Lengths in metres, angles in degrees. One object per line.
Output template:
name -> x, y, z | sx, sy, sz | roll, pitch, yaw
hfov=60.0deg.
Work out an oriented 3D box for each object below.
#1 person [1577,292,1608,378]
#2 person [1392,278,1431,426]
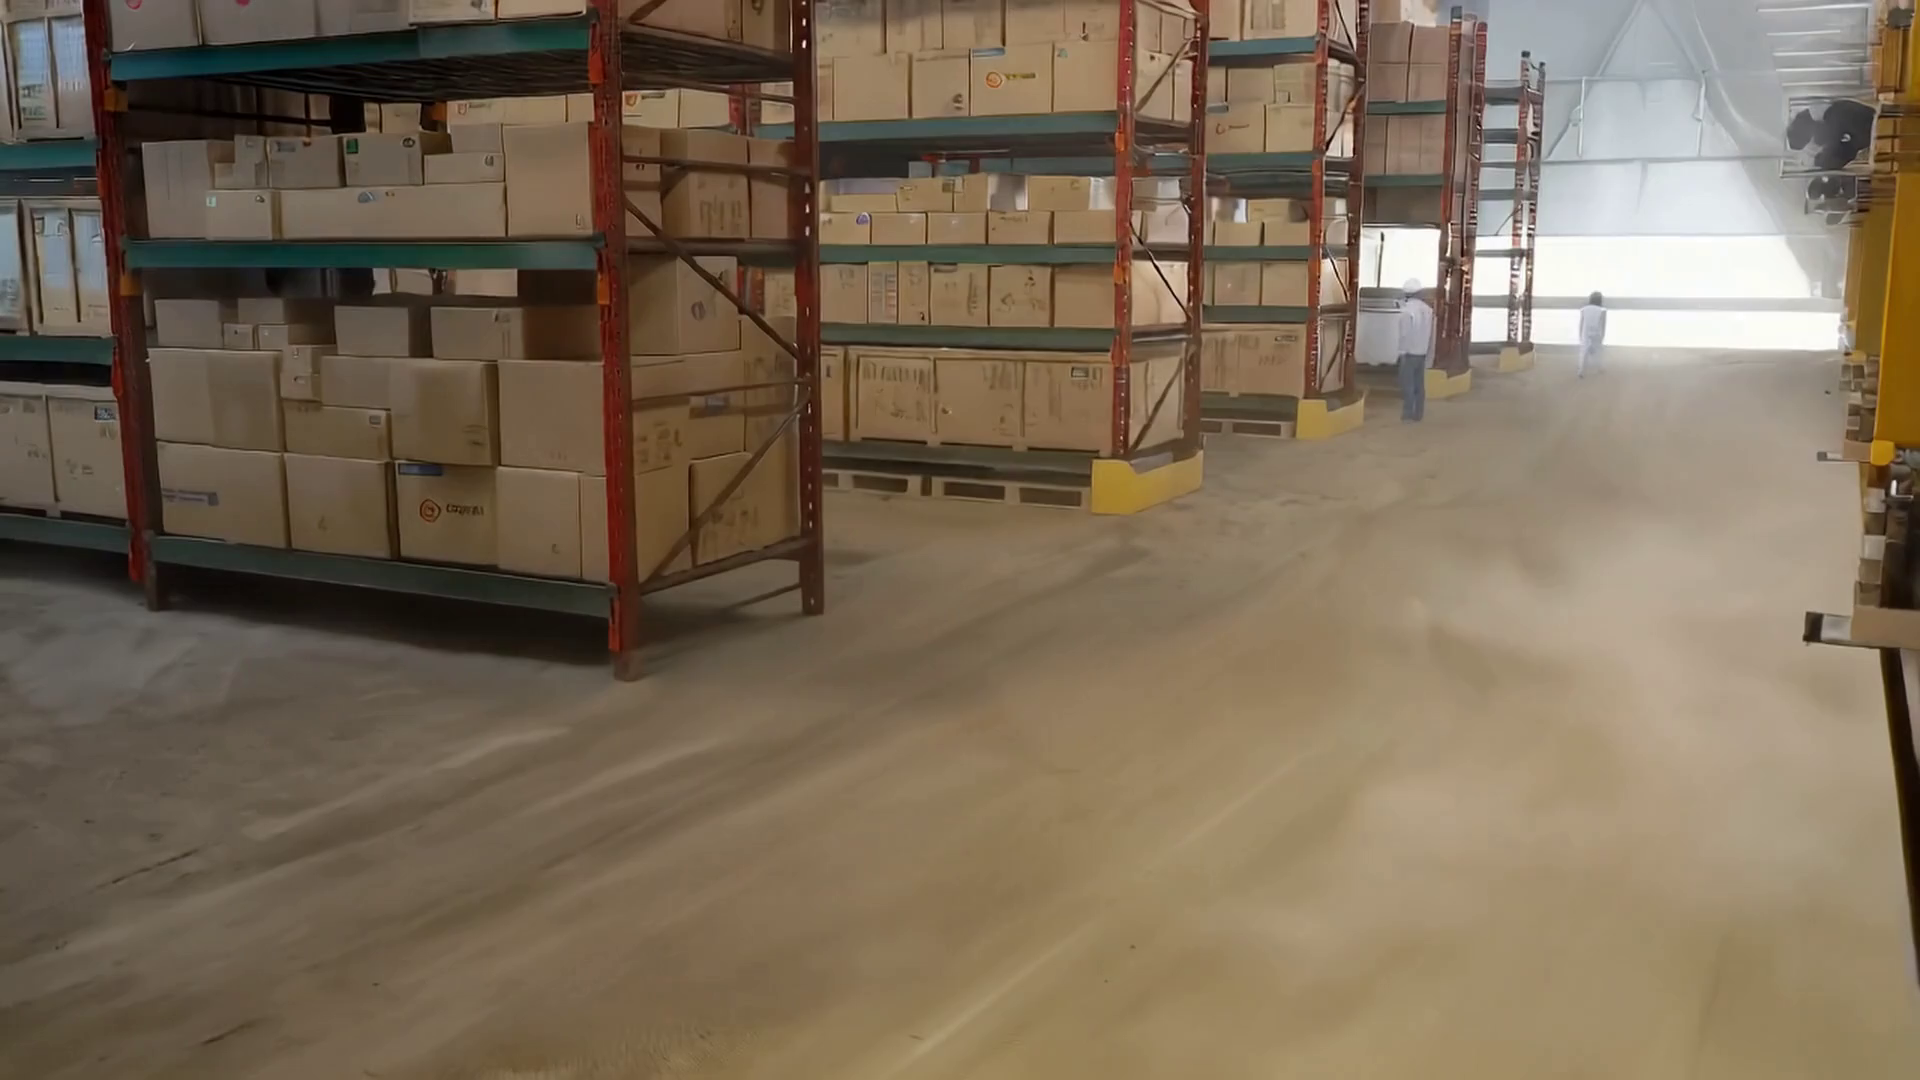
person -> 11.828, -3.836, 31.138 | 0.507, 1.607, 0.835 | 6, 12, 33
person -> 6.108, -2.541, 22.516 | 0.622, 1.992, 0.394 | -8, 13, -40
